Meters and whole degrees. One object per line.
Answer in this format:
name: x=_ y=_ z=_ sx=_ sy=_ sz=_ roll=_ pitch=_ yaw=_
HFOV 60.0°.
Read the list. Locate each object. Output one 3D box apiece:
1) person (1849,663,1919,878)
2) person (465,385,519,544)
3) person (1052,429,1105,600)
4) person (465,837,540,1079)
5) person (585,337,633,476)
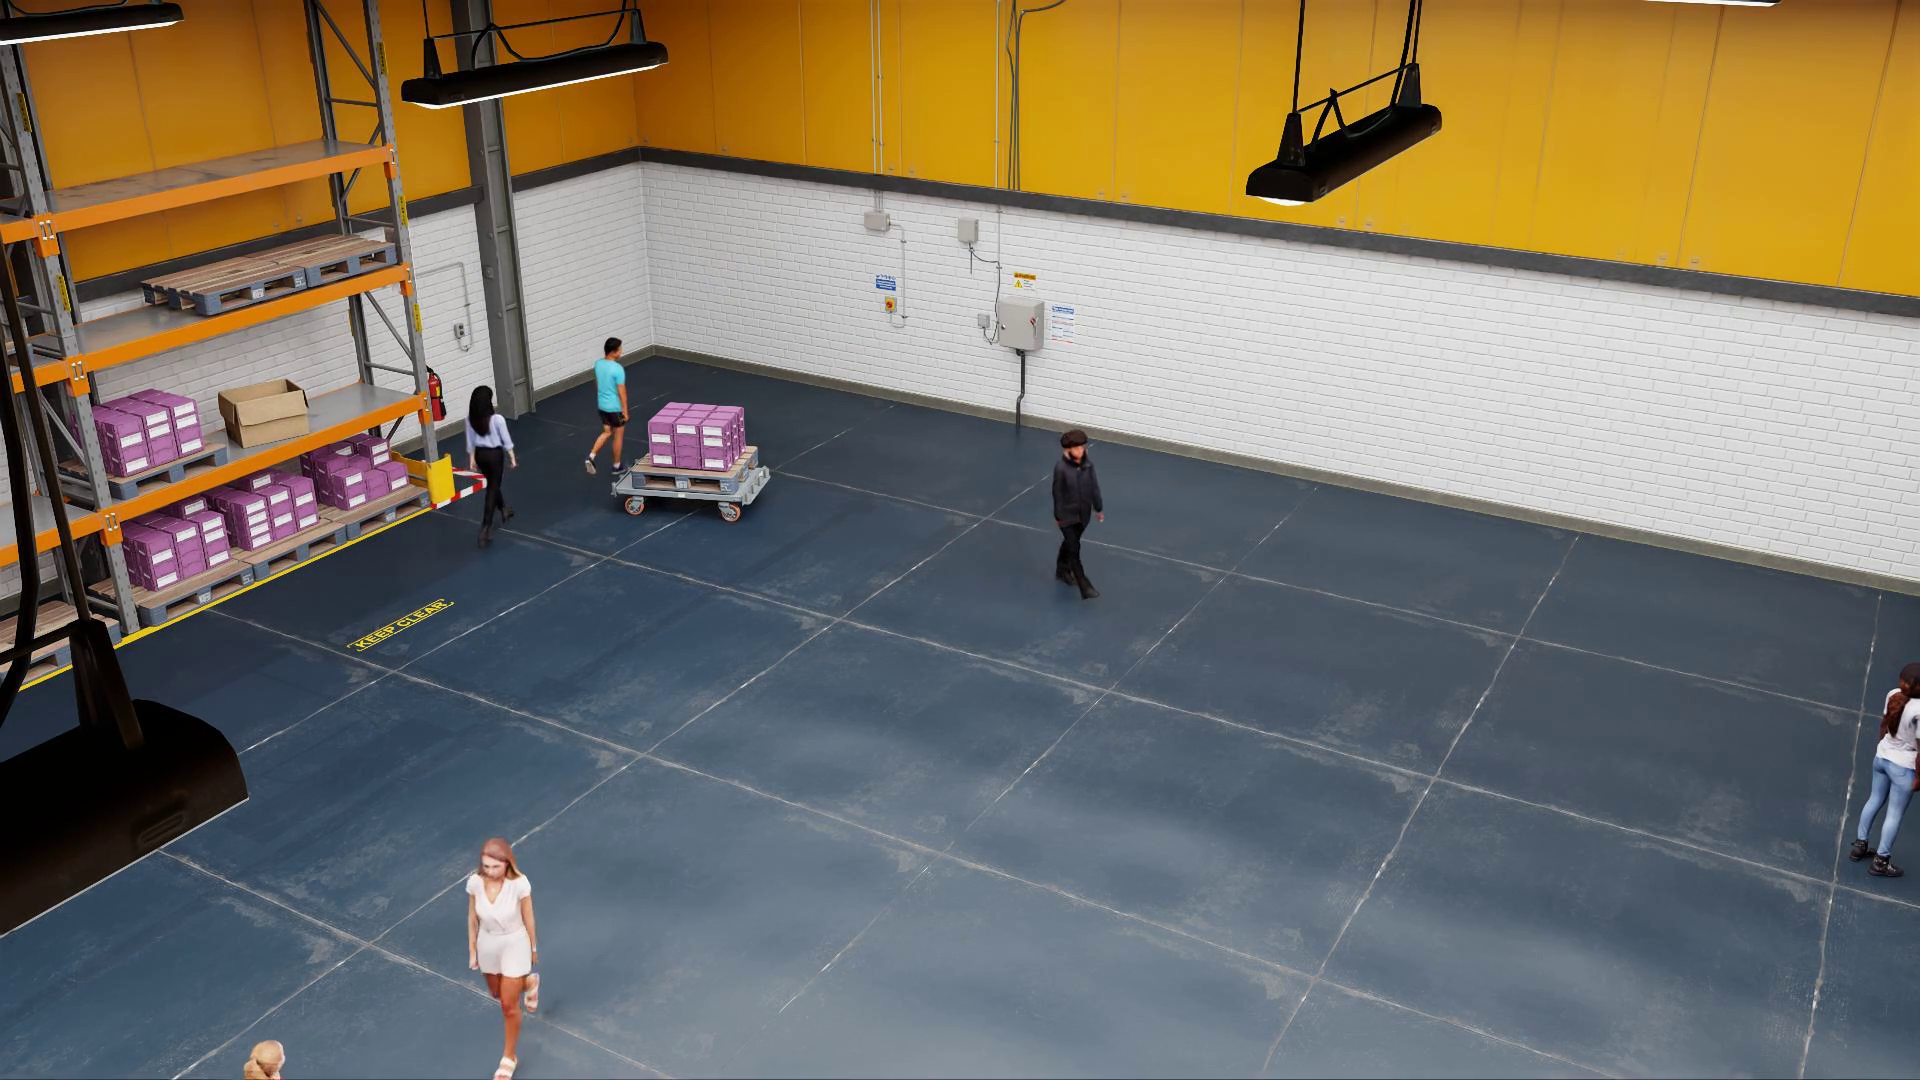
person: x=6.968 y=1.683 z=12.372 sx=0.728 sy=1.719 sz=0.657 roll=-5 pitch=24 yaw=-10
person: x=-5.135 y=-0.788 z=18.051 sx=0.909 sy=1.697 sz=1.240 roll=5 pitch=24 yaw=12
person: x=1.118 y=-0.300 z=16.894 sx=1.119 sy=1.730 sz=1.018 roll=-14 pitch=27 yaw=-30
person: x=-2.837 y=2.534 z=10.482 sx=0.848 sy=1.673 sz=1.088 roll=4 pitch=24 yaw=8
person: x=-4.184 y=-1.525 z=19.680 sx=0.707 sy=1.743 sz=0.941 roll=15 pitch=28 yaw=30
